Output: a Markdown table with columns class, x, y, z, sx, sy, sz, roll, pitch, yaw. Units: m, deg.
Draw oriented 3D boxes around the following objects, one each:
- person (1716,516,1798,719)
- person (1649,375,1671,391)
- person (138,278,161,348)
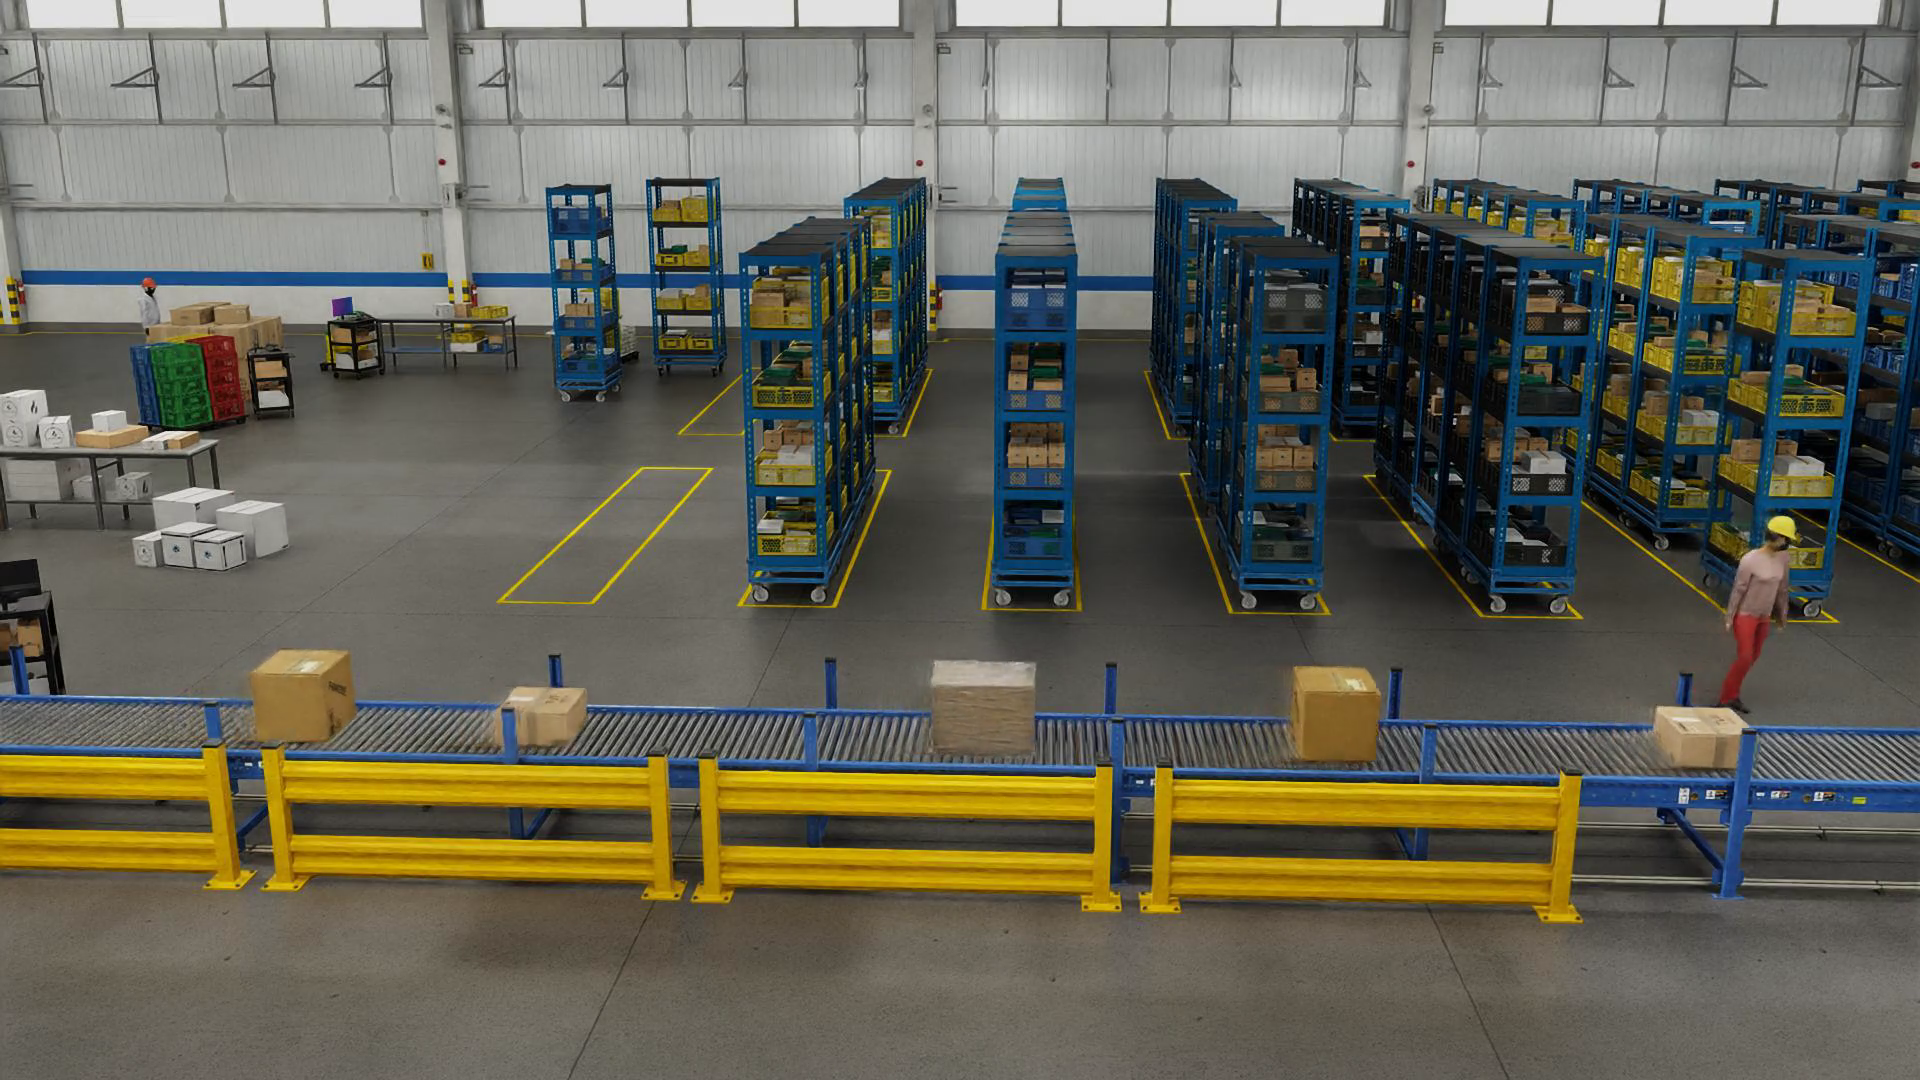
| class | x | y | z | sx | sy | sz | roll | pitch | yaw |
| --- | --- | --- | --- | --- | --- | --- | --- | --- | --- |
| person | 6.663 | 0.631 | 13.902 | 0.566 | 1.728 | 0.457 | -7 | 17 | -24 |
| person | 10.263 | -2.285 | 24.589 | 0.881 | 1.803 | 0.591 | 6 | 16 | 21 |
| person | -15.161 | -4.051 | 31.250 | 0.341 | 1.750 | 0.566 | -1 | 15 | -3 |
